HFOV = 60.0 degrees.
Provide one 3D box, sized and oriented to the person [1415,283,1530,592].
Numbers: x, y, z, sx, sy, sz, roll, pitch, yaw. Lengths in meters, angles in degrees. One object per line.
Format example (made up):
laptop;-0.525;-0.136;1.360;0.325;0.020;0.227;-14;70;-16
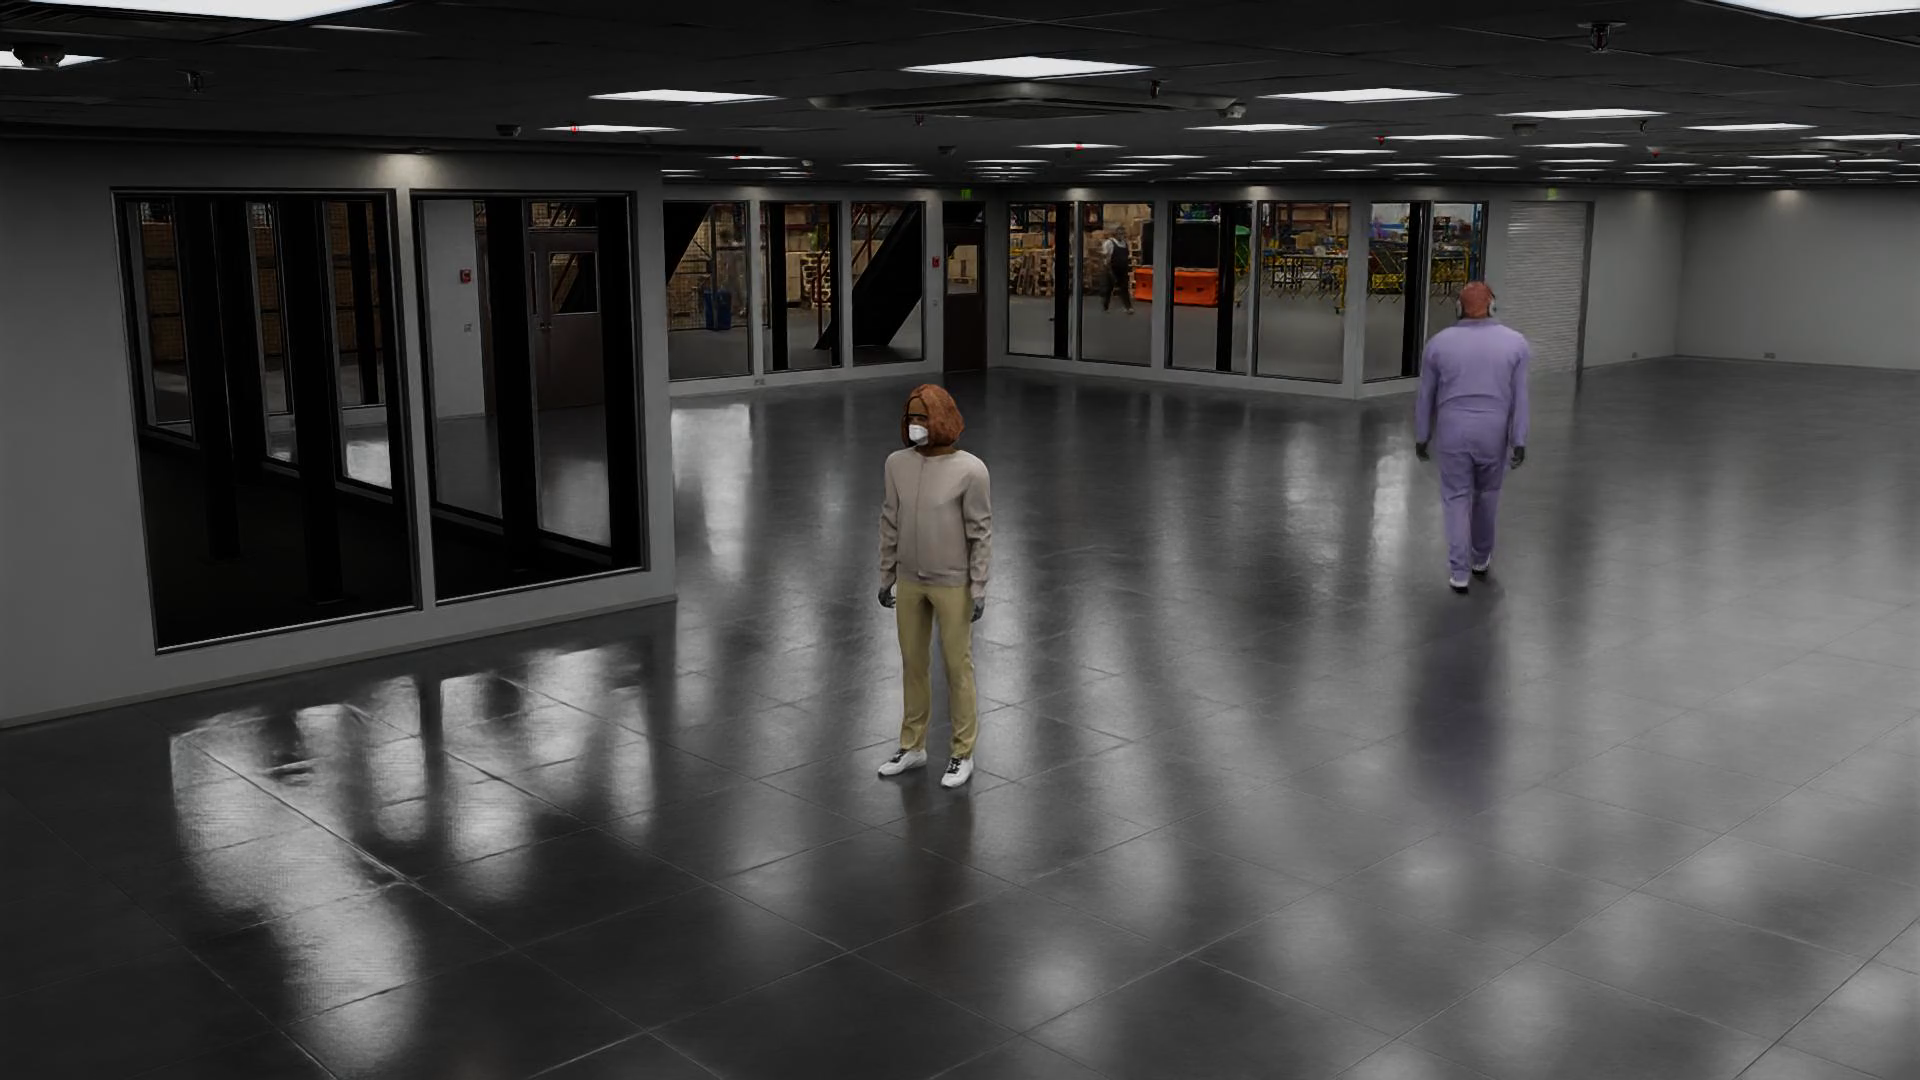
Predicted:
person;3.162;-0.654;10.336;0.661;1.858;0.944;3;12;13

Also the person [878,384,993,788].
person;-0.111;0.183;6.734;0.509;1.632;0.269;7;13;30
